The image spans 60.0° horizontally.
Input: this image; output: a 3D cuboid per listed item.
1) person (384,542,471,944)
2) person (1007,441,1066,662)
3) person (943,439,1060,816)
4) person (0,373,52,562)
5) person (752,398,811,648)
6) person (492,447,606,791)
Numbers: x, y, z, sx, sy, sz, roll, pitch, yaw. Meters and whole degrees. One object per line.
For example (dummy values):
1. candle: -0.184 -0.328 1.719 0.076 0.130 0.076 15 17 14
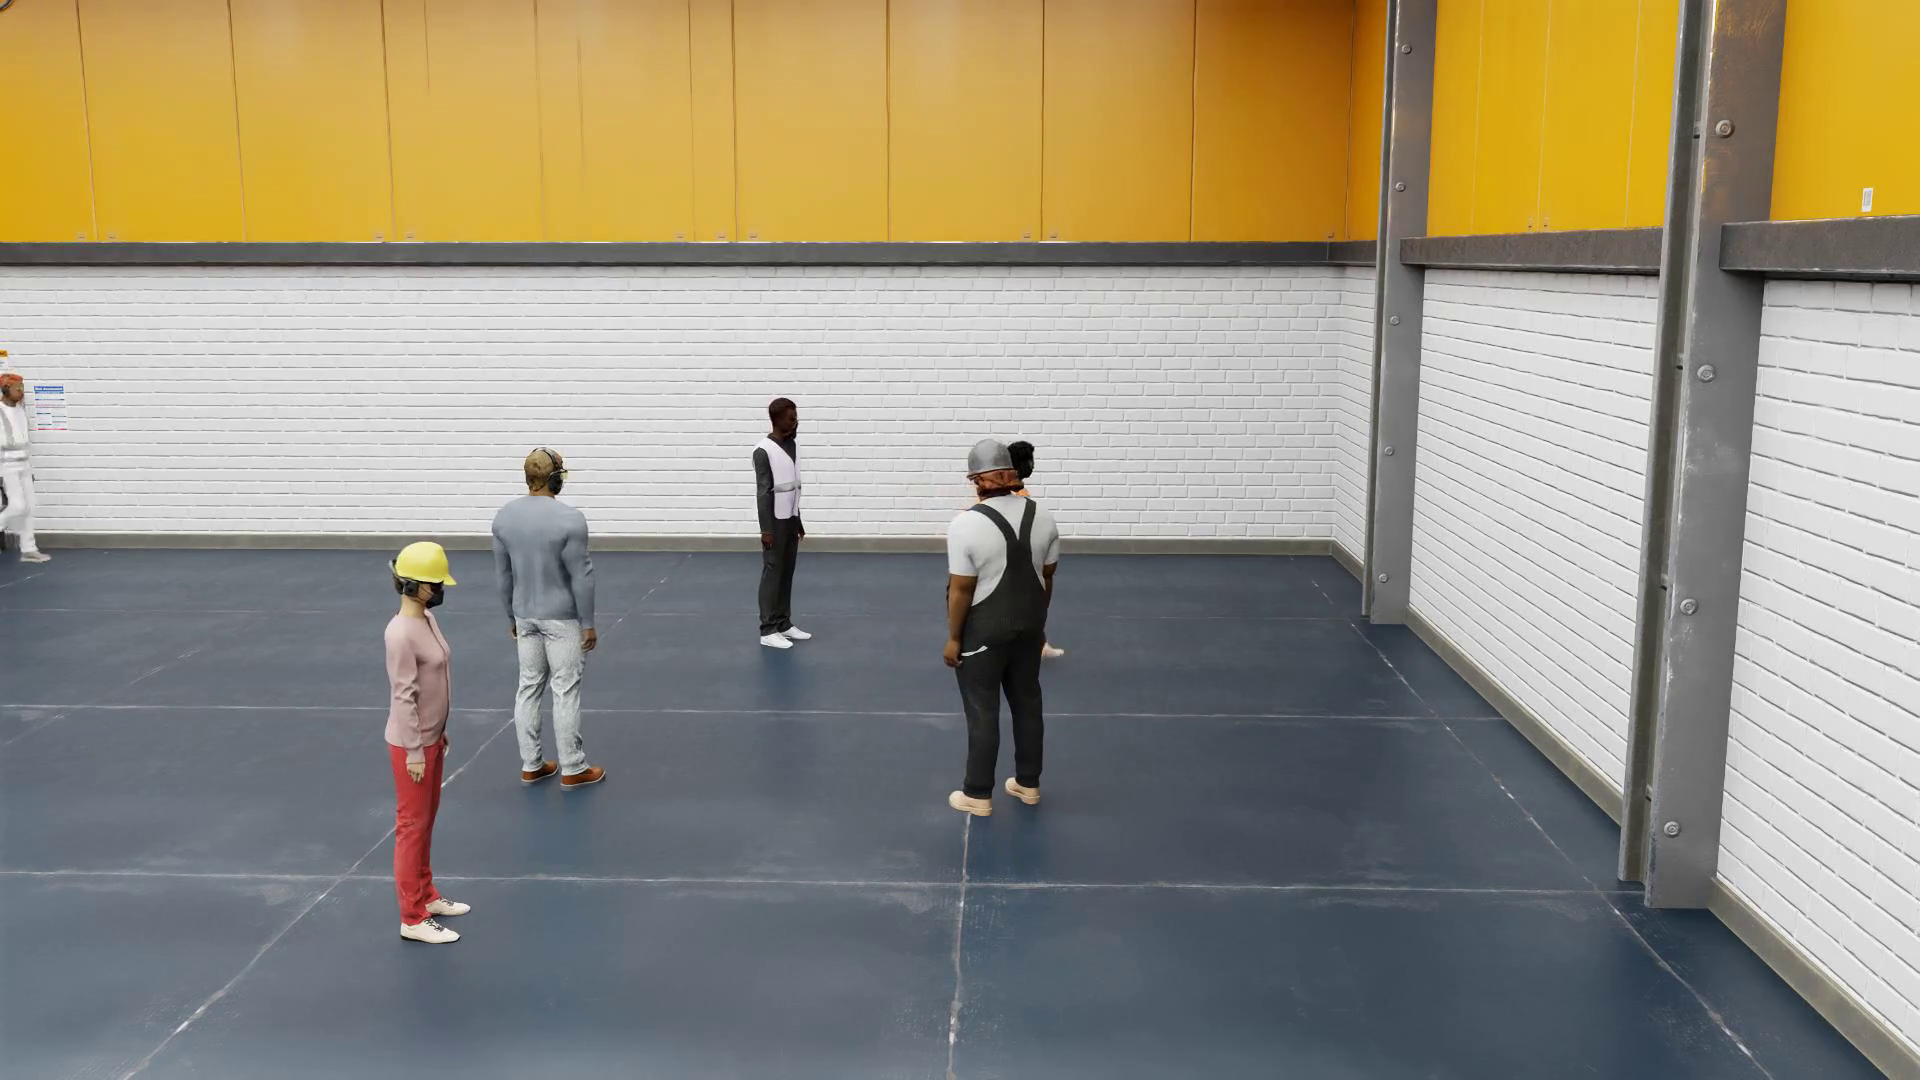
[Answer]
1. person: -2.352 0.878 7.322 0.320 1.762 0.522 -1 10 -6
2. person: 0.485 0.123 12.011 0.767 1.669 0.540 -1 10 -5
3. person: 0.170 0.453 8.985 0.672 2.000 0.536 -6 12 -33
4. person: -9.246 -0.692 16.179 0.529 1.870 0.586 1 10 3
5. person: -1.391 -0.141 12.825 0.377 1.916 0.600 4 10 20
6. person: -2.306 0.444 9.341 0.630 1.940 0.372 4 11 23
